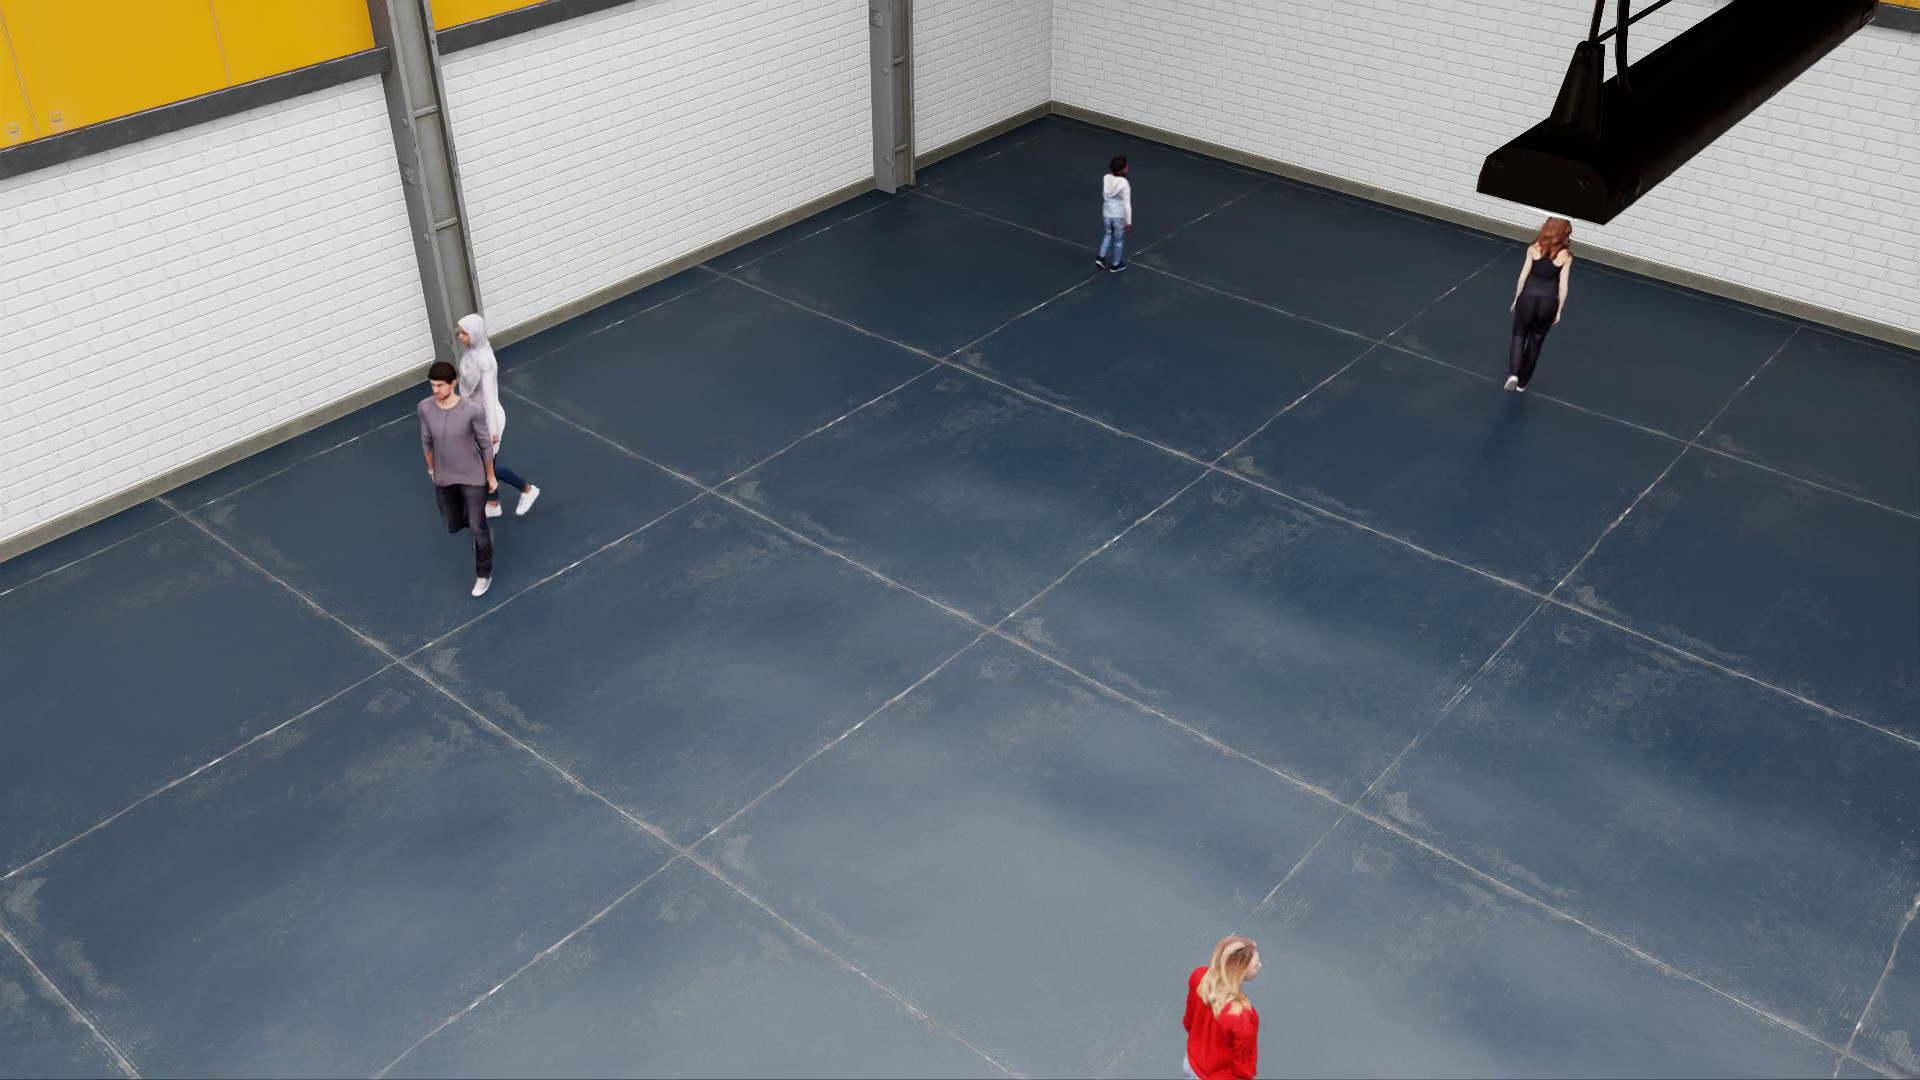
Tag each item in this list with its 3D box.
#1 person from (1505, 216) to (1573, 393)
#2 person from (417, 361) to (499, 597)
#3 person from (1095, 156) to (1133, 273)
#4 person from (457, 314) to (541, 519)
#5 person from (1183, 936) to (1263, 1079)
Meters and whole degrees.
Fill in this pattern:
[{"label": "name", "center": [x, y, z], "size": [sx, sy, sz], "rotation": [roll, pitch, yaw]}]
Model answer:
[{"label": "person", "center": [5.079, -2.053, 14.673], "size": [0.722, 1.739, 0.893], "rotation": [15, 36, 21]}, {"label": "person", "center": [-3.647, -0.515, 12.271], "size": [0.958, 1.837, 1.062], "rotation": [3, 34, 5]}, {"label": "person", "center": [1.553, -3.316, 17.013], "size": [0.506, 1.252, 0.606], "rotation": [27, 42, 34]}, {"label": "person", "center": [-3.639, -0.952, 12.991], "size": [0.921, 1.768, 0.809], "rotation": [-16, 37, -22]}, {"label": "person", "center": [1.199, 2.509, 7.838], "size": [0.632, 1.707, 0.676], "rotation": [-18, 38, -25]}]
